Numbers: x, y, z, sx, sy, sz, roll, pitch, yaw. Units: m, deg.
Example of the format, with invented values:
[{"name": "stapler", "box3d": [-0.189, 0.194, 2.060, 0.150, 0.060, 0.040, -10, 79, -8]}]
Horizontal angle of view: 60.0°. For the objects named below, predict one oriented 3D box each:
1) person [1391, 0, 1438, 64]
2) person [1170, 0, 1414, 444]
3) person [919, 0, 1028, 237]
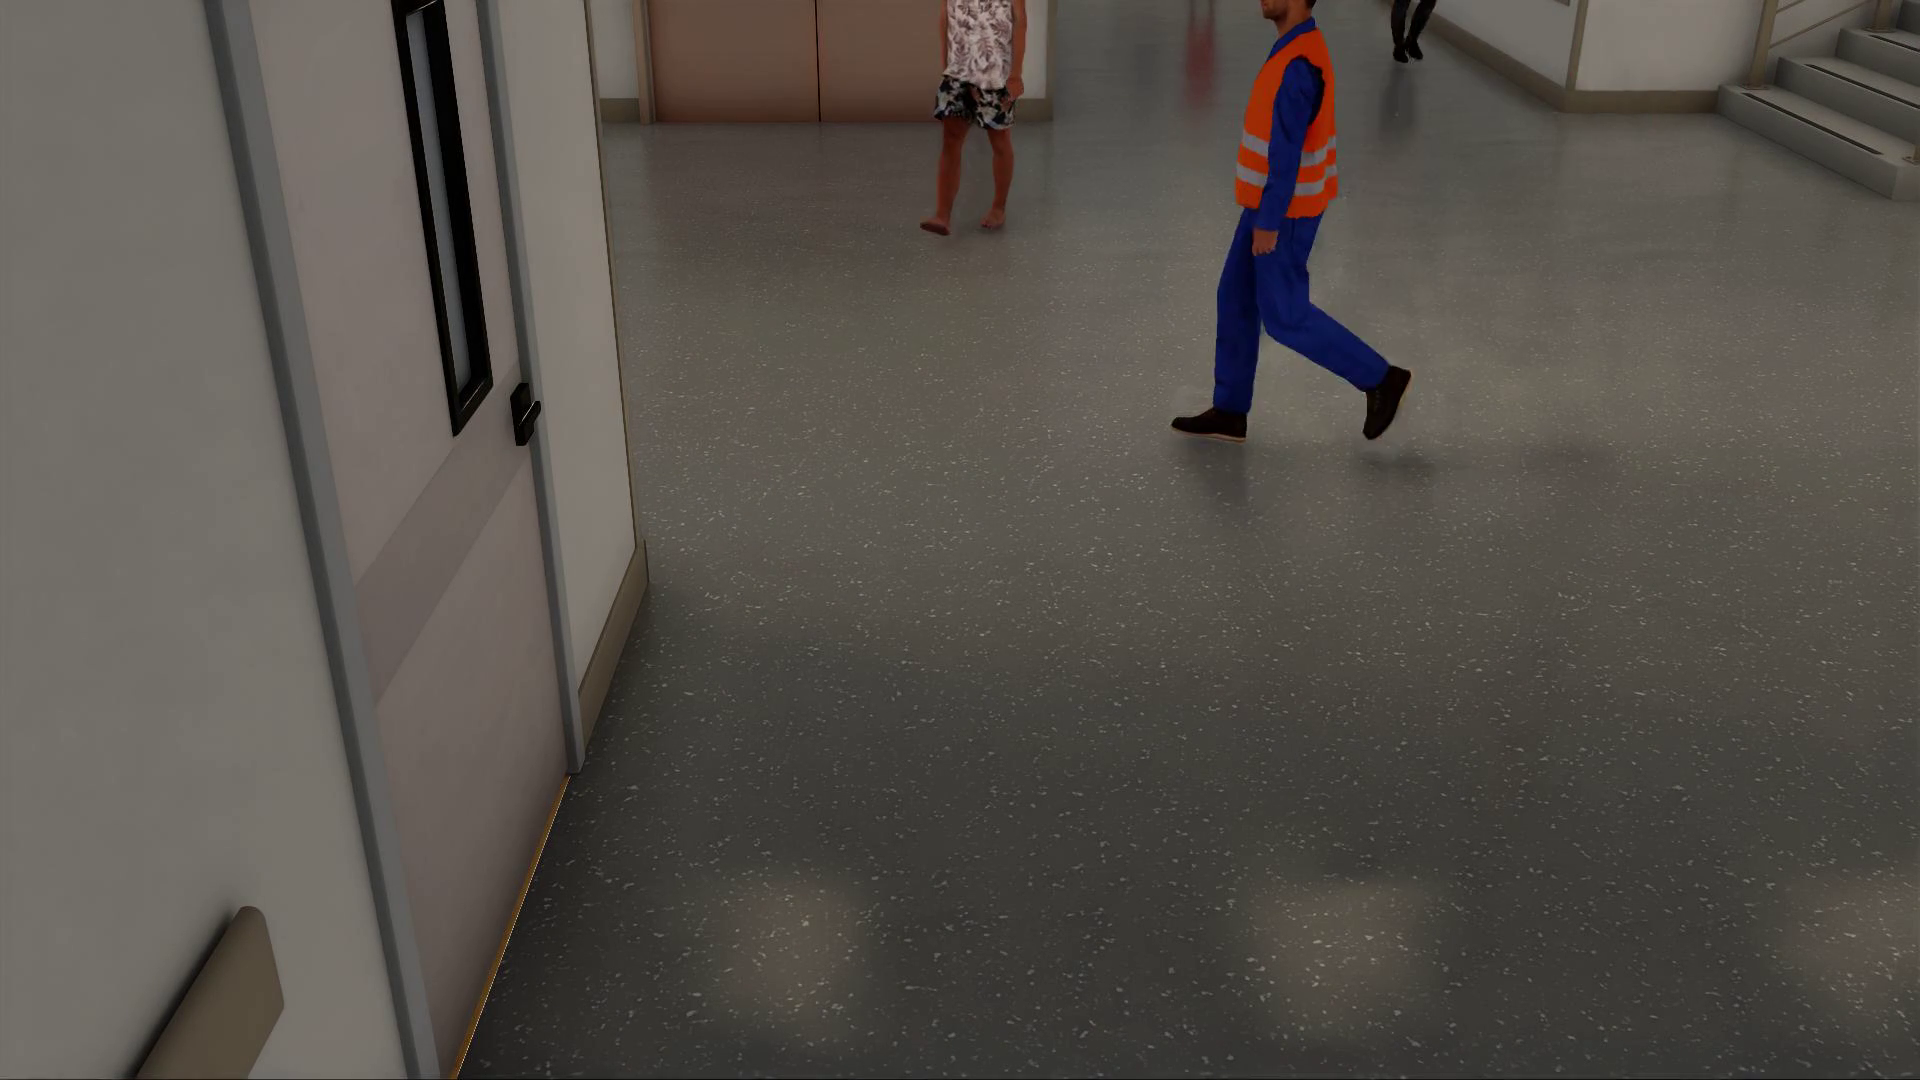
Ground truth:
[{"name": "person", "box3d": [3.755, -4.848, 13.766, 0.544, 1.712, 0.735, -3, 26, -5]}, {"name": "person", "box3d": [1.260, -1.172, 6.033, 1.108, 1.837, 0.702, 2, 26, 3]}, {"name": "person", "box3d": [0.152, -2.556, 8.964, 1.078, 1.785, 1.001, 10, 28, 20]}]
